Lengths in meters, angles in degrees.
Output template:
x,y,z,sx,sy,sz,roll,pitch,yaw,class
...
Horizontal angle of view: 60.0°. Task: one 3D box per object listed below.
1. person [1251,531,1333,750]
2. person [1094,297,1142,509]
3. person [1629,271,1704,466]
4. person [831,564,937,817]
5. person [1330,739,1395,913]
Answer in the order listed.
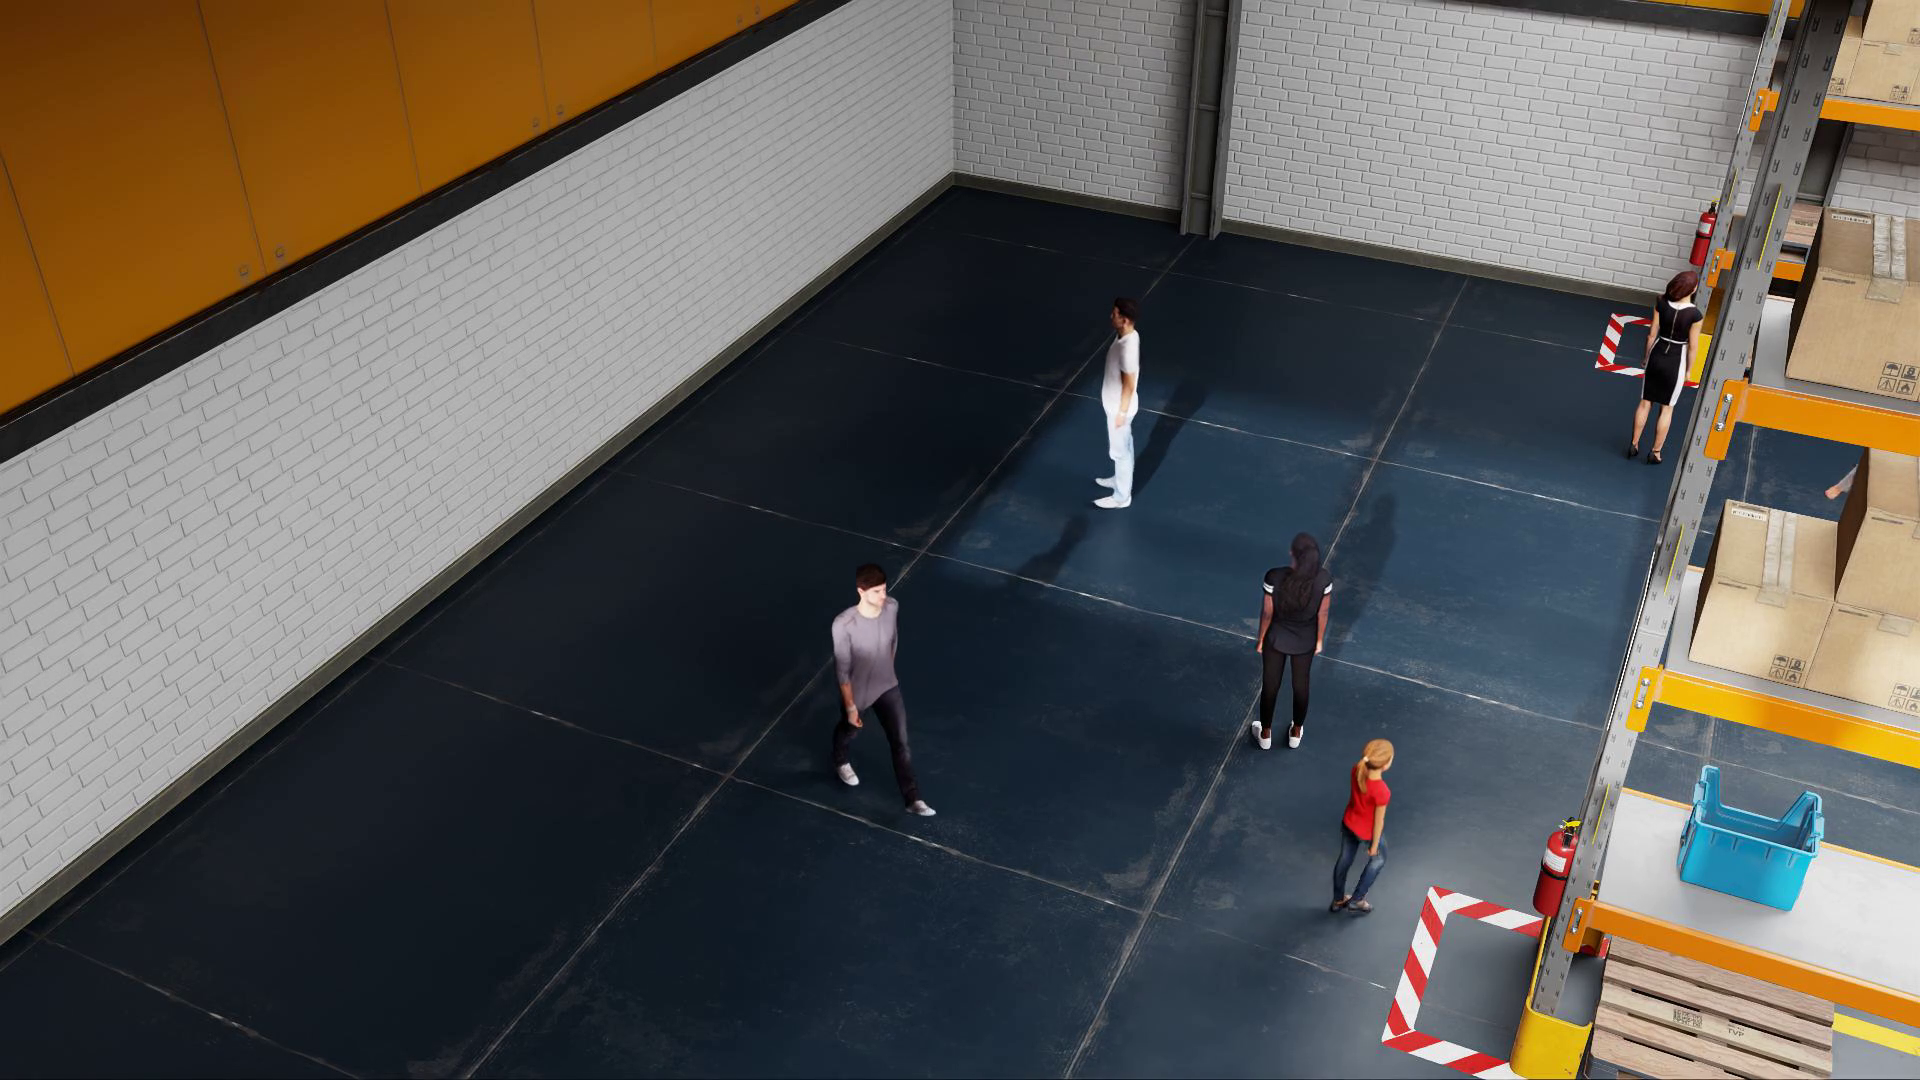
x,y,z,sx,sy,sz,roll,pitch,yaw,class
2.207,0.665,11.101,0.667,1.726,0.767,0,34,0,person
1.334,-1.133,13.682,0.663,1.864,0.734,4,34,7,person
6.047,-1.468,14.248,0.532,1.795,0.696,28,43,35,person
-0.650,0.913,10.659,1.062,1.803,1.266,-21,39,-29,person
2.342,1.731,9.880,0.627,1.303,0.557,-20,38,-27,person
